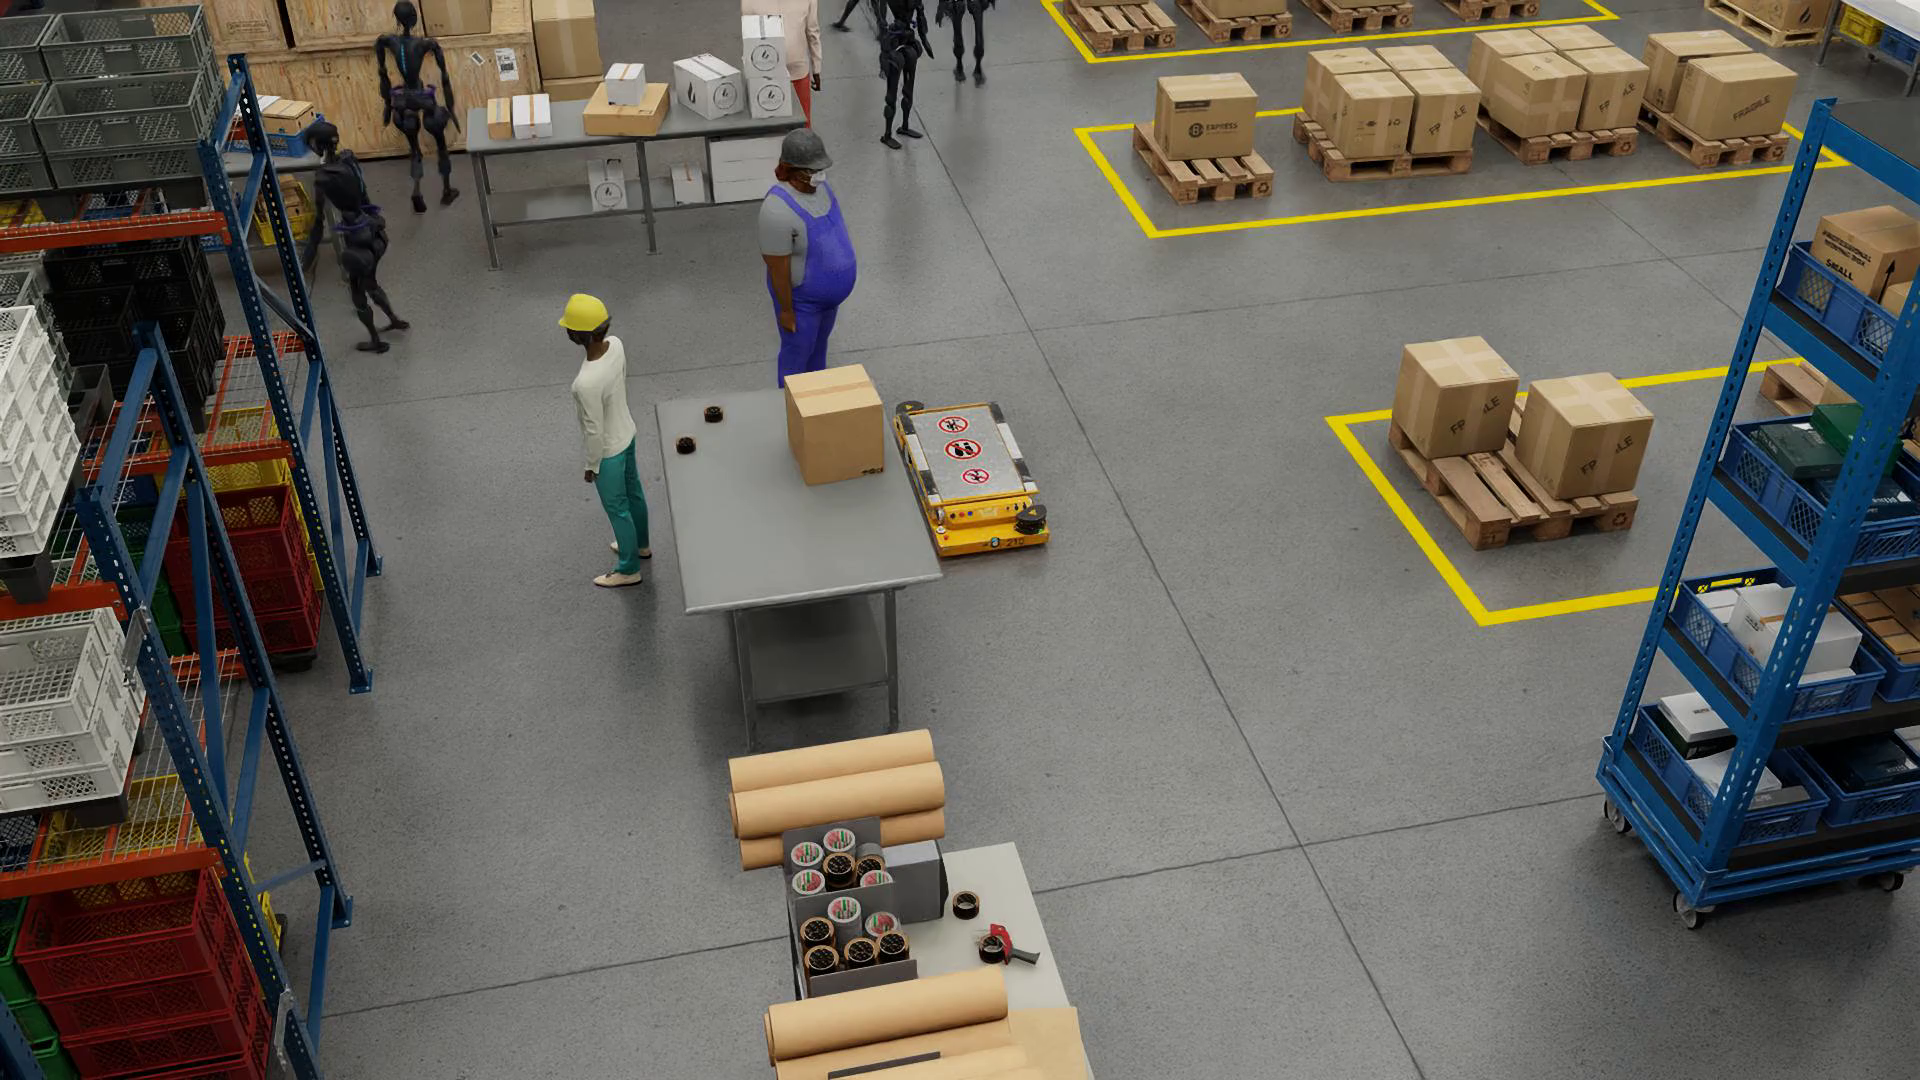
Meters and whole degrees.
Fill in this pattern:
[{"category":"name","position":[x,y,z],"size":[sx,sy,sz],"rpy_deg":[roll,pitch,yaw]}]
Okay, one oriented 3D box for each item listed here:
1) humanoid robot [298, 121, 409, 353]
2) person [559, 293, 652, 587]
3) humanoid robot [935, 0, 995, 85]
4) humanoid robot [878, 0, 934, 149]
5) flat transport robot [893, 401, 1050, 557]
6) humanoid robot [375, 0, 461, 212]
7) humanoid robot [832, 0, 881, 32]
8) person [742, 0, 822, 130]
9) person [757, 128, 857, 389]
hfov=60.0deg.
[{"category":"humanoid robot","position":[-4.089,-2.024,11.095],"size":[0.499,1.644,0.645],"rpy_deg":[6,37,8]},{"category":"person","position":[-1.921,-0.533,9.015],"size":[0.312,1.768,0.525],"rpy_deg":[5,37,7]},{"category":"humanoid robot","position":[0.044,-4.913,14.989],"size":[0.593,1.625,0.559],"rpy_deg":[-6,37,-8]},{"category":"humanoid robot","position":[-0.479,-4.136,13.921],"size":[0.322,1.657,0.604],"rpy_deg":[25,44,30]},{"category":"flat transport robot","position":[0.046,-0.430,10.108],"size":[0.652,0.197,1.431],"rpy_deg":[-8,37,-10]},{"category":"humanoid robot","position":[-4.207,-3.338,12.851],"size":[0.611,1.638,0.482],"rpy_deg":[1,37,1]},{"category":"humanoid robot","position":[-0.924,-5.628,16.001],"size":[0.817,1.631,0.601],"rpy_deg":[13,38,16]},{"category":"person","position":[-1.381,-3.679,13.066],"size":[0.618,1.987,0.402],"rpy_deg":[-8,37,-11]},{"category":"person","position":[-0.891,-1.554,10.159],"size":[0.535,2.000,0.685],"rpy_deg":[13,39,17]}]
